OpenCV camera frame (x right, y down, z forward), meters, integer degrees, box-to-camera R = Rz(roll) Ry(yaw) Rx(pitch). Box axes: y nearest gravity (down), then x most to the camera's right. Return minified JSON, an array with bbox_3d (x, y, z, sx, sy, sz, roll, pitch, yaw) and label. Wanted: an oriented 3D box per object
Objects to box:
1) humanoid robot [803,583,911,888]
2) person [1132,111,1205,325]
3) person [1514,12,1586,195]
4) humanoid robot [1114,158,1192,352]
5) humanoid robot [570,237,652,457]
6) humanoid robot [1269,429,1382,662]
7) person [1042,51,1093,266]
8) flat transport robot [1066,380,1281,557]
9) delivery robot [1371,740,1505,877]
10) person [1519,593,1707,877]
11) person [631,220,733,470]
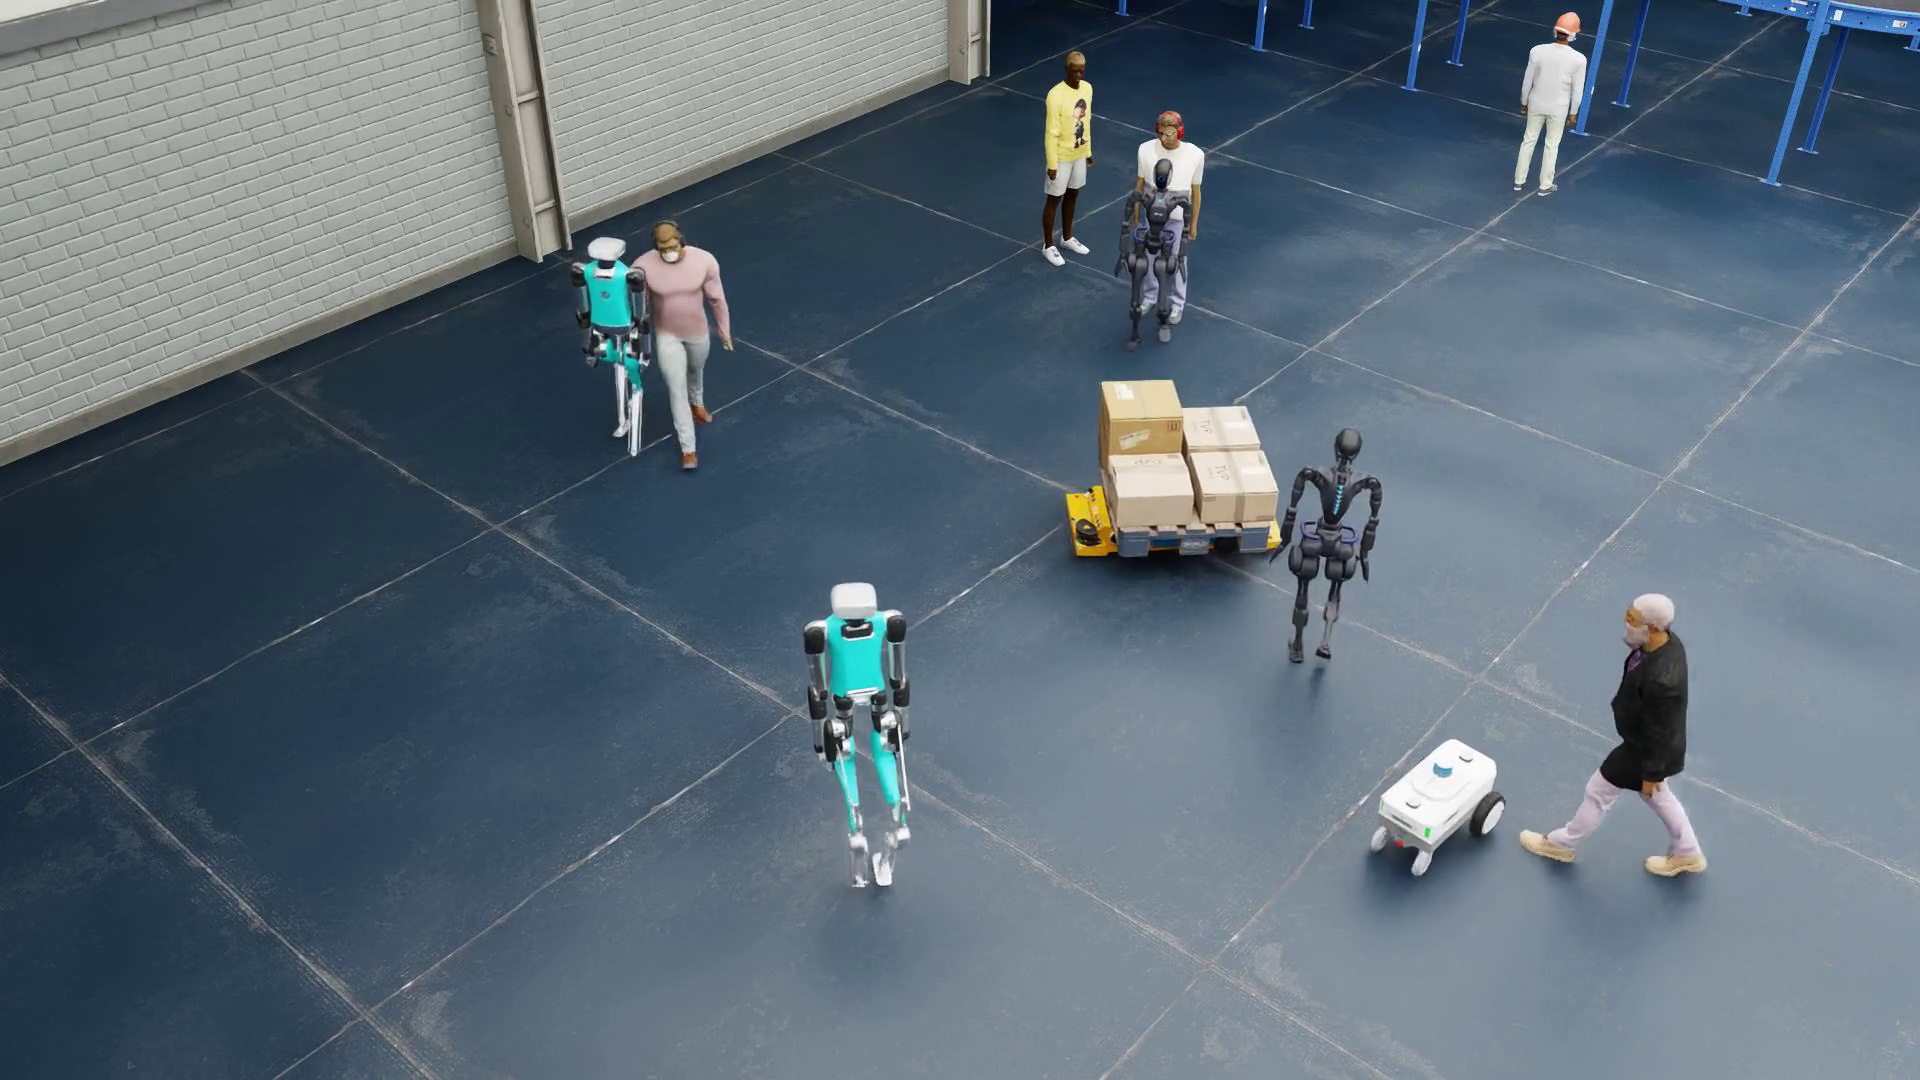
[{"bbox_3d":[-0.469,1.114,8.558,0.531,1.764,0.782,-9,36,-12],"label":"humanoid robot"},{"bbox_3d":[1.720,-2.696,13.830,0.564,1.833,0.392,14,38,19],"label":"person"},{"bbox_3d":[5.679,-4.194,15.997,0.573,1.747,0.334,23,41,28],"label":"person"},{"bbox_3d":[1.548,-2.317,13.425,0.589,1.644,0.413,3,36,4],"label":"humanoid robot"},{"bbox_3d":[-2.454,-1.474,12.205,0.559,1.791,0.743,4,36,5],"label":"humanoid robot"},{"bbox_3d":[2.199,0.074,10.076,0.607,1.646,0.384,4,36,6],"label":"humanoid robot"},{"bbox_3d":[0.960,-3.402,14.760,0.544,1.900,0.381,-28,44,-33],"label":"person"},{"bbox_3d":[1.489,-0.169,11.624,1.431,0.231,0.659,-2,36,-3],"label":"flat transport robot"},{"bbox_3d":[2.623,1.423,9.135,0.765,0.585,0.499,-29,45,-34],"label":"delivery robot"},{"bbox_3d":[3.585,1.047,8.603,0.950,1.801,0.557,14,38,19],"label":"person"},{"bbox_3d":[-2.027,-1.516,12.136,0.680,1.890,1.032,-10,37,-14],"label":"person"}]
